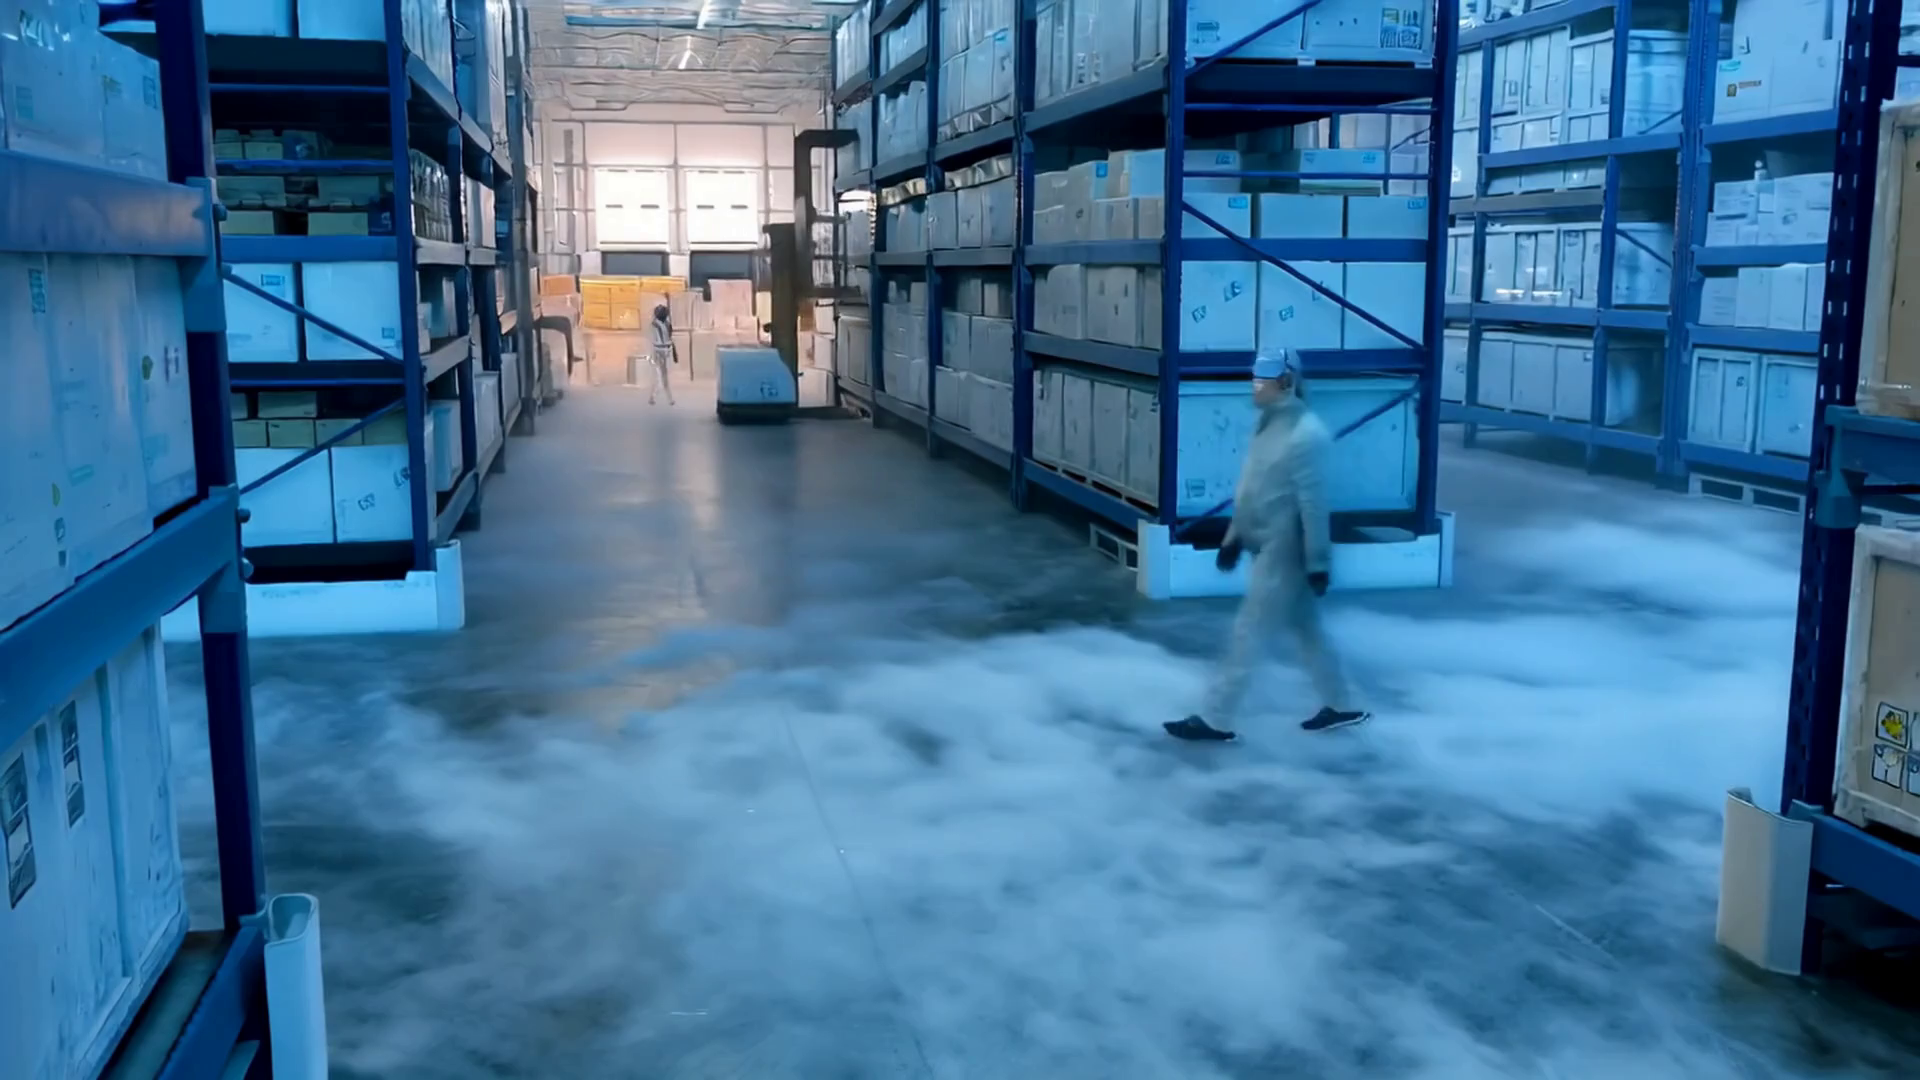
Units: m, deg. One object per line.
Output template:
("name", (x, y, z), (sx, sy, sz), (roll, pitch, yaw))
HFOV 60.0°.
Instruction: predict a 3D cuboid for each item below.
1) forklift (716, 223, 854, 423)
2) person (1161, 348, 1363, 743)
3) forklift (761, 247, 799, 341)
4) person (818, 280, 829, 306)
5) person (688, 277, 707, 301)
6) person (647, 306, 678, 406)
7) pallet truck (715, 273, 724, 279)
("forklift", (-2.538, -3.111, 23.786), (1.873, 2.768, 1.129), (-2, 10, -12))
("person", (1.480, 0.028, 7.797), (1.019, 1.853, 0.652), (-1, 9, -5))
("forklift", (-5.458, -7.384, 49.829), (1.129, 2.768, 1.873), (-2, 10, -12))
("person", (-3.585, -5.965, 44.218), (0.355, 1.896, 0.705), (-4, 10, -23))
("person", (-8.047, -7.121, 51.131), (0.641, 1.932, 0.374), (-2, 9, -11))
("person", (-4.836, -2.982, 26.868), (0.808, 1.606, 0.523), (8, 12, 39))
("pallet truck", (-8.580, -8.986, 62.280), (1.885, 1.965, 0.823), (1, 9, 5))
